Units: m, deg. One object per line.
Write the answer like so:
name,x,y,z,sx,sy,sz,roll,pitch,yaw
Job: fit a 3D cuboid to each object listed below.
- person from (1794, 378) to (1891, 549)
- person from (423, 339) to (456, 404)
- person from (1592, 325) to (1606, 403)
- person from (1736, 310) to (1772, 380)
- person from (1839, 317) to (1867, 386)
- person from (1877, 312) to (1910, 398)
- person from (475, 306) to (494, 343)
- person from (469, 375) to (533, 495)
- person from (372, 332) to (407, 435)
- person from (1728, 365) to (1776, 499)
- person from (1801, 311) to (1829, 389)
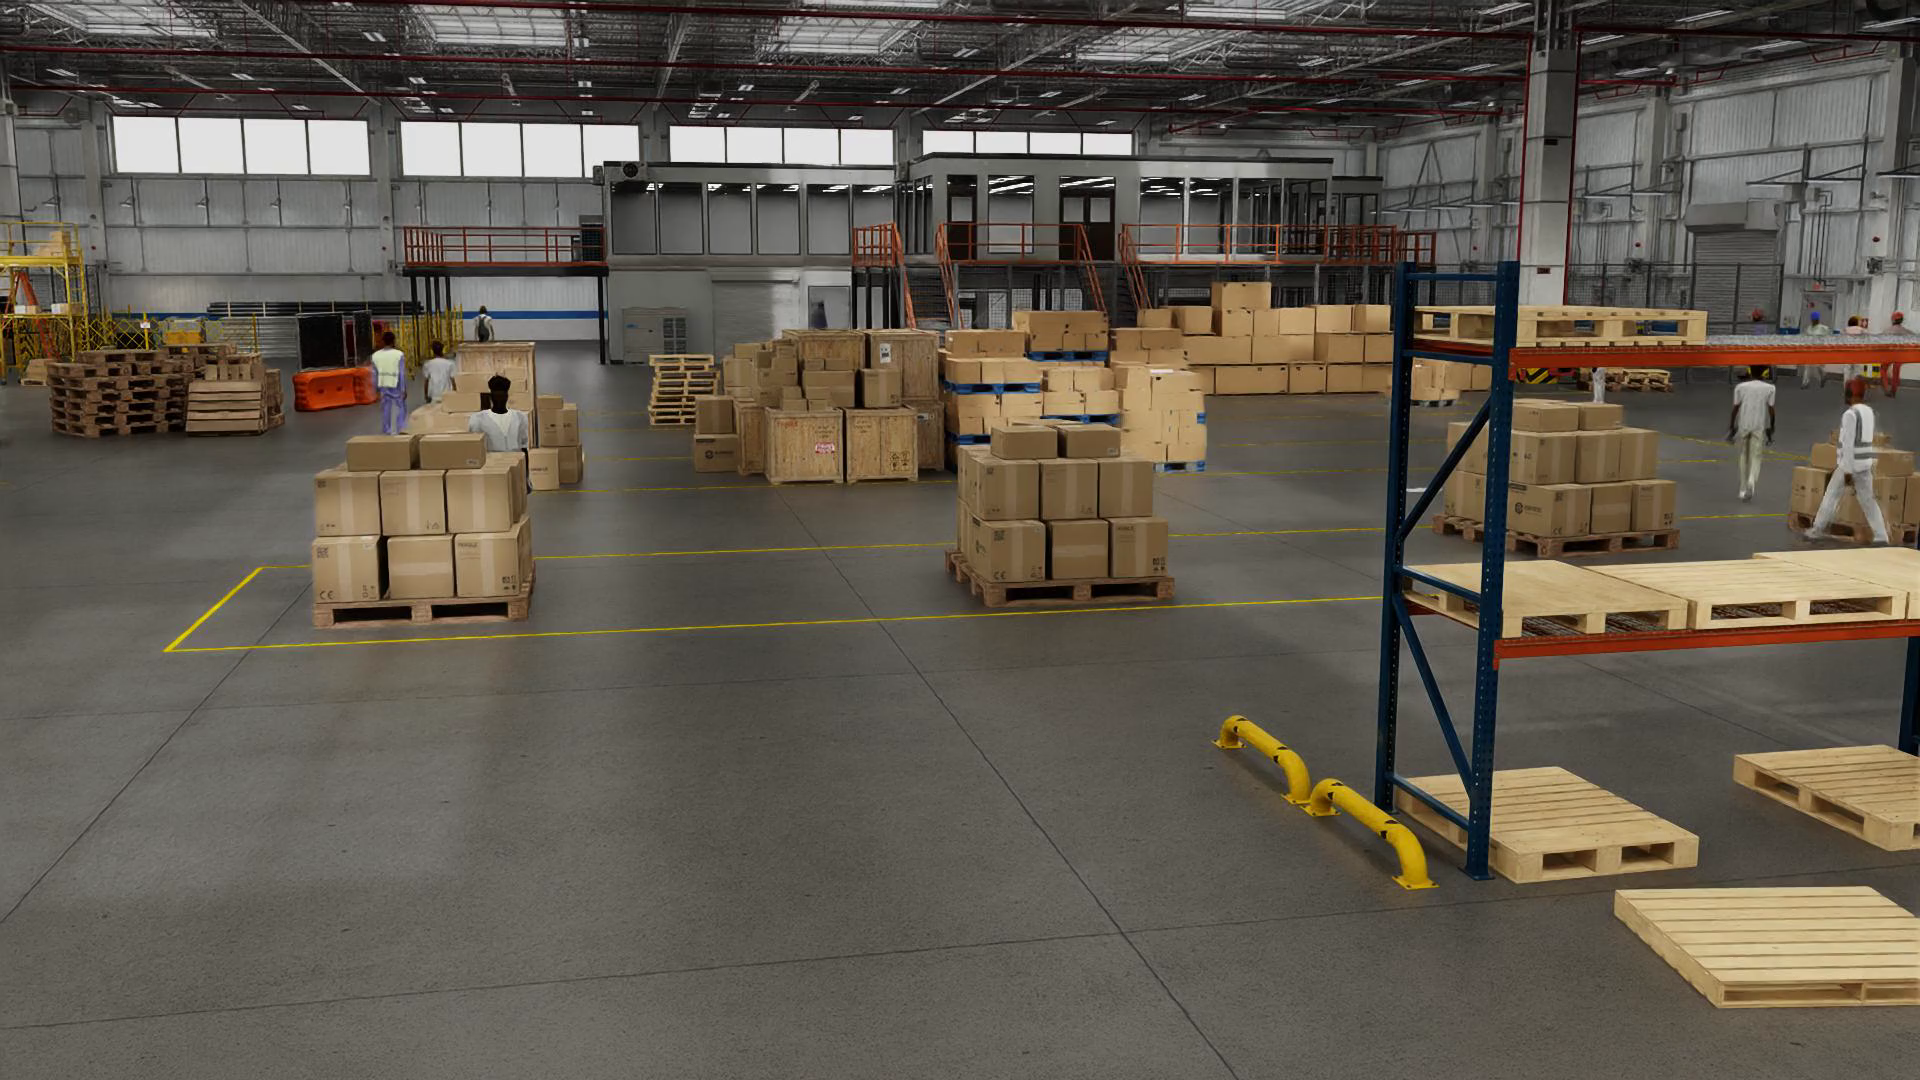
person,9.492,-0.797,17.684,0.565,1.841,0.966,-6,11,-33
person,-8.301,-2.278,26.609,0.538,1.860,0.506,0,9,-2
person,13.713,-3.766,35.747,0.429,1.839,0.634,6,11,34
person,21.244,-5.157,44.157,0.993,1.867,0.595,7,12,37
person,21.511,-4.469,40.169,0.647,1.785,0.981,3,10,20
person,21.561,-4.281,38.454,0.661,1.974,0.643,1,9,7
person,-14.800,-6.367,51.740,0.531,1.798,0.966,0,9,2
person,-4.480,-0.632,16.259,0.609,1.963,0.367,-7,12,-36
person,-9.733,-2.611,28.499,0.617,1.903,0.610,1,9,8
person,10.216,-1.421,21.476,0.539,1.846,0.677,6,11,34
person,21.210,-4.701,41.207,0.829,1.924,0.611,-9,13,-43
